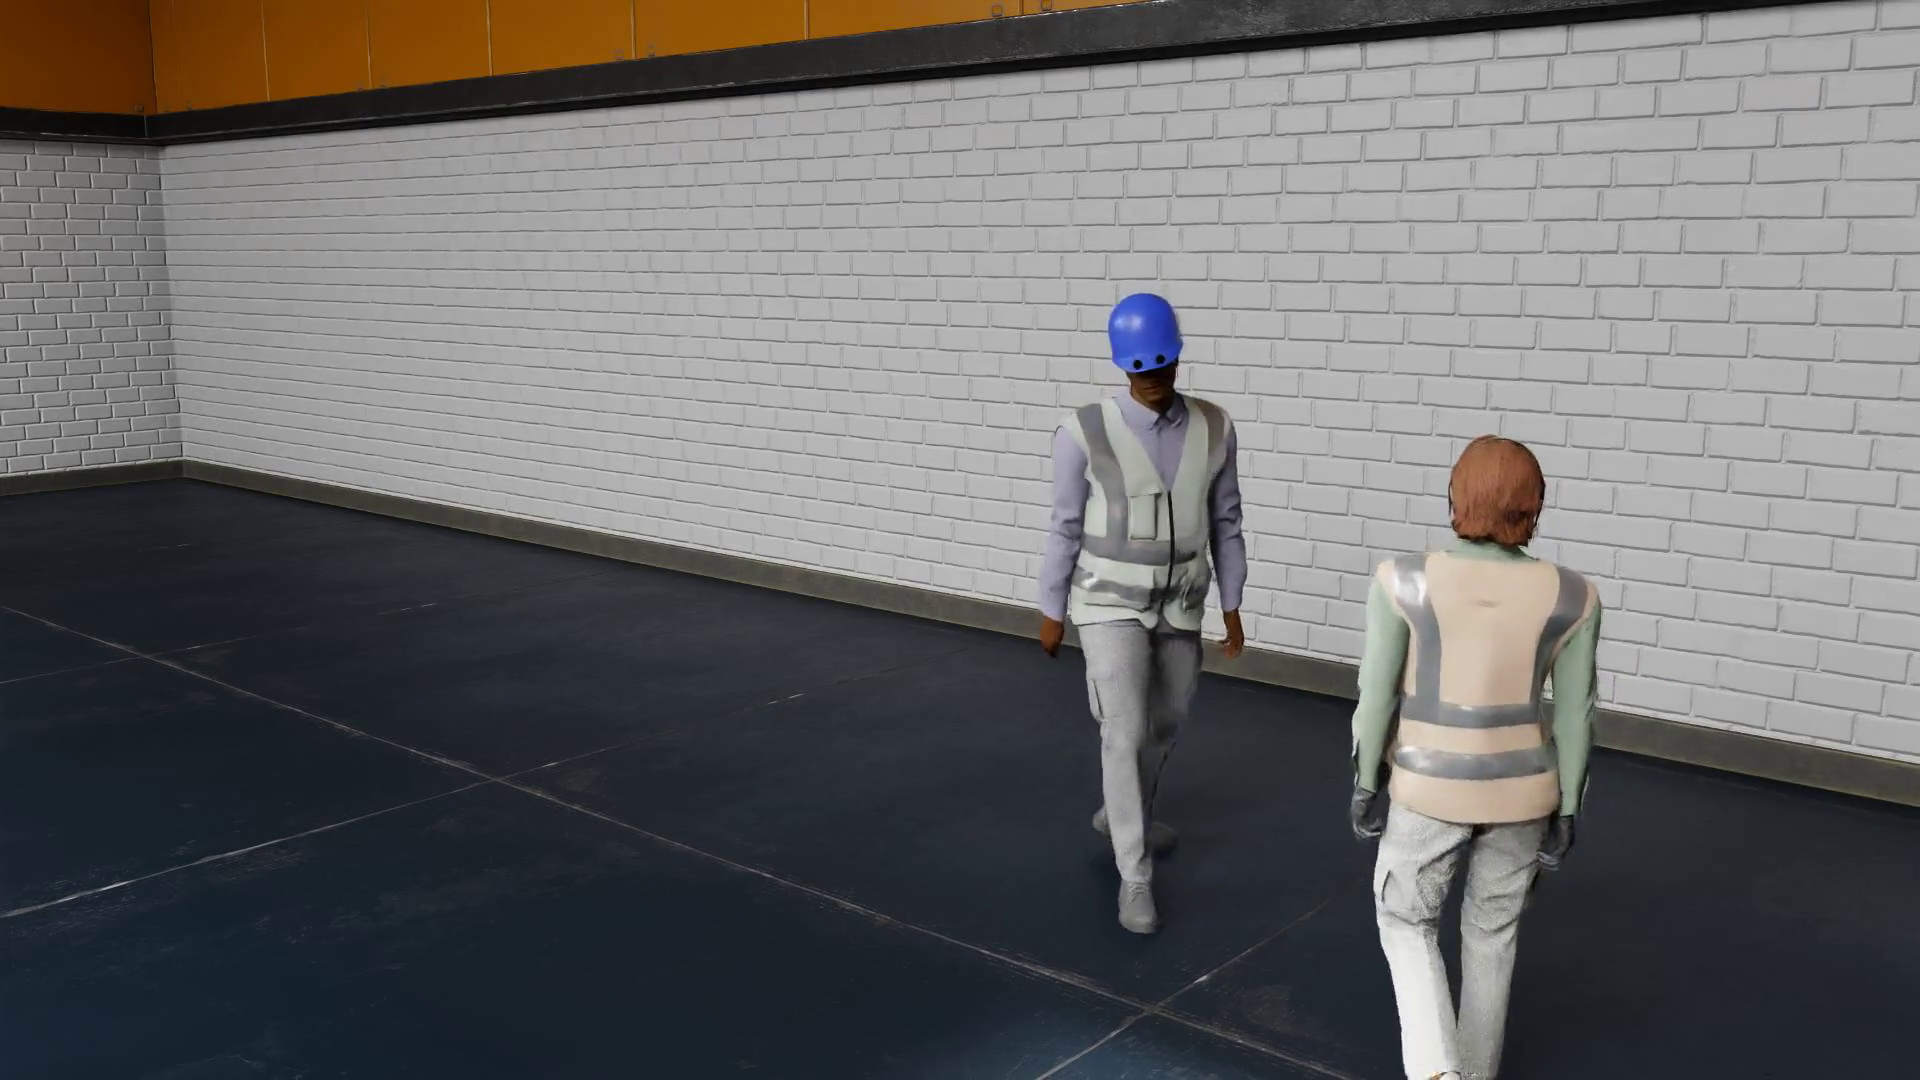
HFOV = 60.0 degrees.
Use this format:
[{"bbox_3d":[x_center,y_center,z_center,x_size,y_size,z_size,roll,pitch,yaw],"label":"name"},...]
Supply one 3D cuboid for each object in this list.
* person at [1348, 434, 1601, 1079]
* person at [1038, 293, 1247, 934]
[{"bbox_3d":[1.128,0.583,3.656,0.517,1.618,0.551,1,10,6],"label":"person"},{"bbox_3d":[0.529,0.187,5.154,0.643,1.906,0.775,-4,11,-23],"label":"person"}]
